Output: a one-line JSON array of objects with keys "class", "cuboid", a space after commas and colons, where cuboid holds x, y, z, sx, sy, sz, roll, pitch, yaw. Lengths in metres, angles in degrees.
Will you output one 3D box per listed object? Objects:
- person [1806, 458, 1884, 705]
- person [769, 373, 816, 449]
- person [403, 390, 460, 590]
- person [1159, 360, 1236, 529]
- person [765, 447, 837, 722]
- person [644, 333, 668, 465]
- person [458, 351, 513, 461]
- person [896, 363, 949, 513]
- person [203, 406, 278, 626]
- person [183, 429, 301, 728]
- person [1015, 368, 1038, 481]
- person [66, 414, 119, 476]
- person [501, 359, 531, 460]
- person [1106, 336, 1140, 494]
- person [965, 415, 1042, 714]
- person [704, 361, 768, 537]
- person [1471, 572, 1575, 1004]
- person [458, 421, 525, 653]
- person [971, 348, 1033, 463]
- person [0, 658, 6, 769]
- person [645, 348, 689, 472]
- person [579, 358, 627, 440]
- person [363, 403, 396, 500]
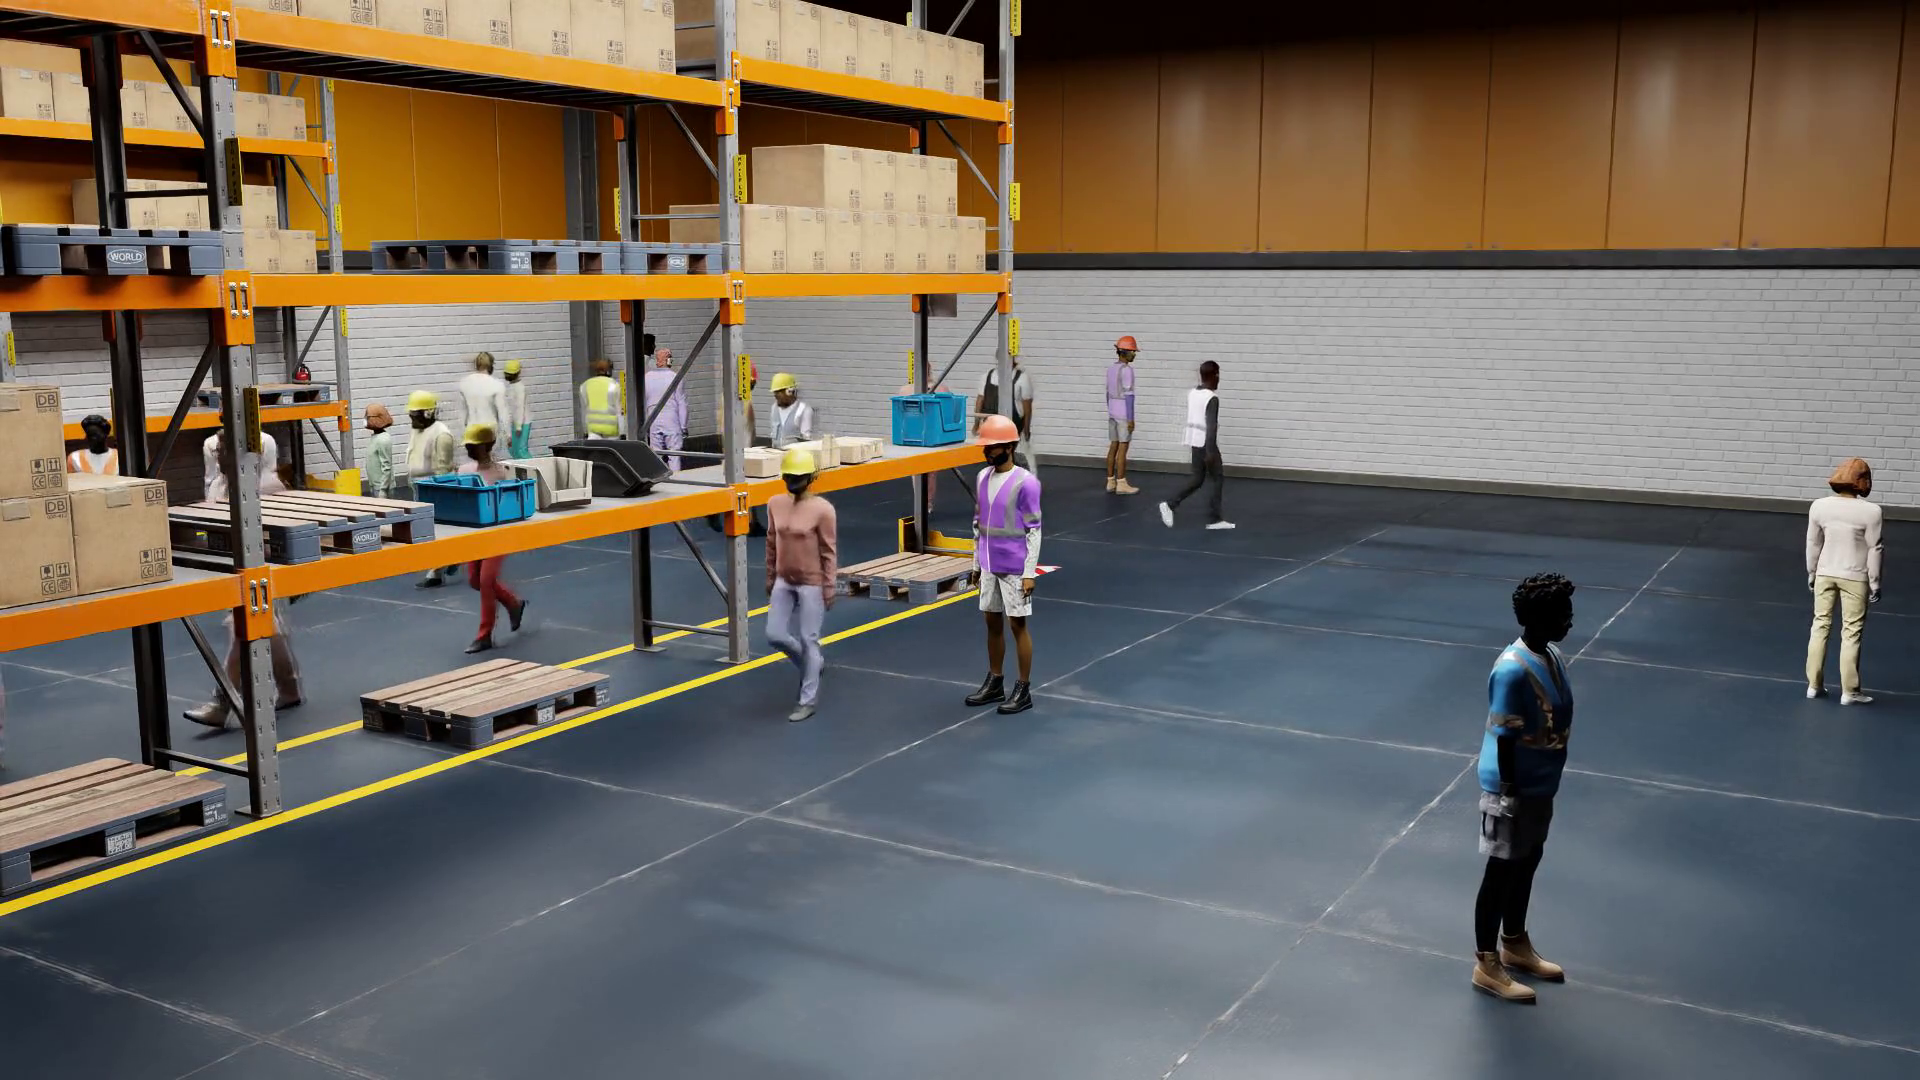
[{"class": "person", "cuboid": [5.845, 0.270, 11.002, 0.283, 1.633, 0.498, -6, 11, -33]}, {"class": "person", "cuboid": [-1.784, -0.831, 17.322, 0.620, 1.797, 0.710, 5, 10, 27]}, {"class": "person", "cuboid": [-4.731, -0.460, 15.022, 0.590, 1.809, 0.542, 8, 12, 40]}, {"class": "person", "cuboid": [2.647, -1.040, 18.378, 0.815, 1.891, 0.601, -3, 10, -18]}, {"class": "person", "cuboid": [-1.003, 0.271, 10.603, 0.551, 1.751, 0.427, 5, 10, 29]}, {"class": "person", "cuboid": [-4.608, -2.069, 24.563, 0.604, 1.966, 0.367, 8, 12, 42]}, {"class": "person", "cuboid": [-5.598, -1.278, 19.768, 0.650, 1.917, 0.524, 4, 10, 23]}, {"class": "person", "cuboid": [-0.428, -1.166, 19.324, 0.662, 1.876, 0.879, -2, 9, -10]}, {"class": "person", "cuboid": [-5.759, -0.221, 13.328, 0.594, 1.866, 0.449, -1, 9, -3]}, {"class": "person", "cuboid": [-4.595, 0.233, 10.488, 0.676, 1.862, 0.965, 6, 11, 33]}, {"class": "person", "cuboid": [0.680, -1.465, 21.938, 0.832, 1.588, 0.507, -3, 10, -20]}, {"class": "person", "cuboid": [-7.055, -0.192, 13.693, 0.539, 1.696, 0.318, -3, 10, -18]}, {"class": "person", "cuboid": [-5.830, -1.529, 21.920, 0.475, 1.723, 0.549, -7, 11, -36]}, {"class": "person", "cuboid": [2.115, -1.614, 21.504, 0.398, 2.037, 0.610, -3, 10, -20]}, {"class": "person", "cuboid": [0.265, 0.159, 10.751, 0.375, 1.935, 0.551, -8, 12, -42]}, {"class": "person", "cuboid": [-2.362, -0.959, 17.800, 0.674, 1.914, 0.576, -5, 10, -27]}, {"class": "person", "cuboid": [2.222, 0.955, 6.550, 0.320, 1.694, 0.534, 7, 12, 39]}, {"class": "person", "cuboid": [-3.561, -0.047, 12.647, 0.528, 1.745, 0.664, 5, 10, 28]}, {"class": "person", "cuboid": [0.545, -1.498, 20.773, 0.691, 2.000, 1.063, 5, 11, 30]}, {"class": "person", "cuboid": [-5.694, 0.344, 9.553, 0.574, 1.947, 0.641, 8, 12, 42]}, {"class": "person", "cuboid": [-3.688, -1.452, 20.908, 0.642, 1.906, 0.410, 3, 10, 19]}, {"class": "person", "cuboid": [-4.474, -1.375, 20.802, 0.630, 1.798, 0.941, 2, 9, 13]}, {"class": "person", "cuboid": [-5.439, -0.468, 15.603, 0.286, 1.636, 0.498, -5, 11, -30]}]
